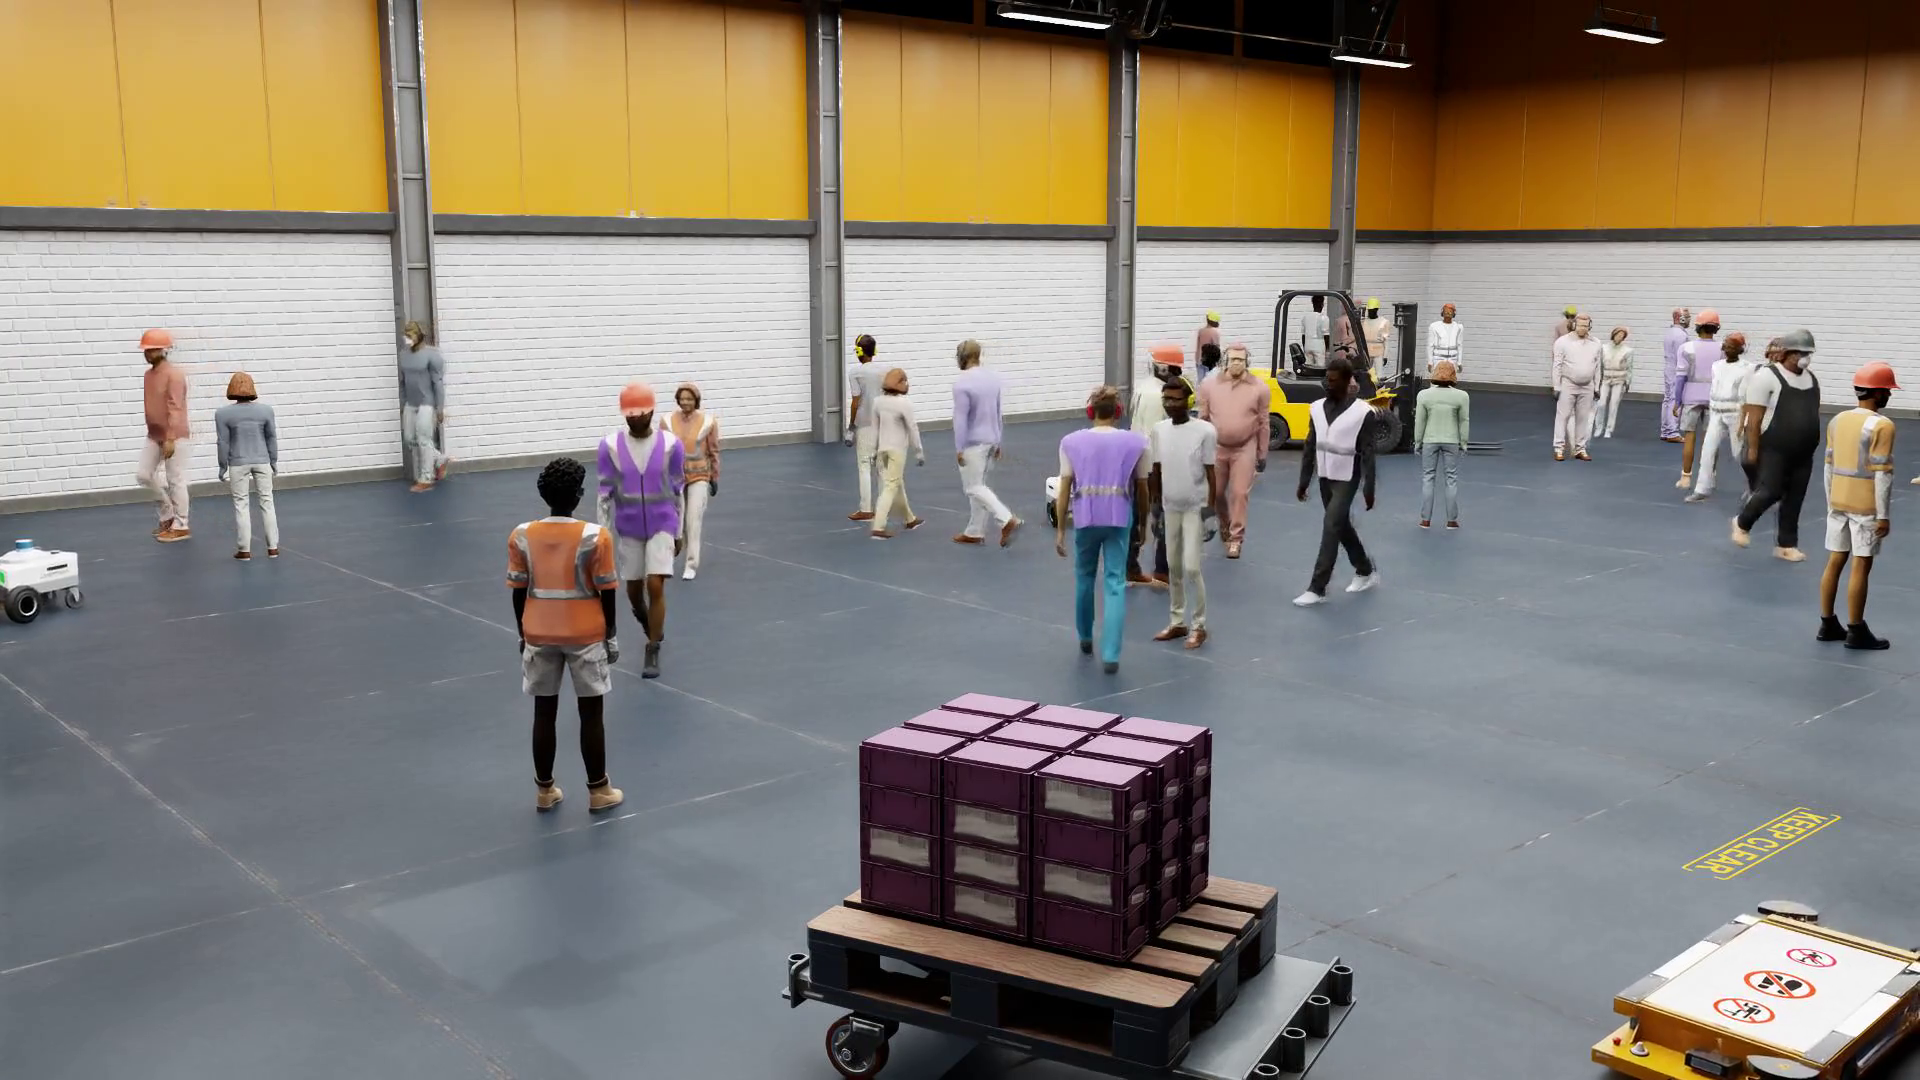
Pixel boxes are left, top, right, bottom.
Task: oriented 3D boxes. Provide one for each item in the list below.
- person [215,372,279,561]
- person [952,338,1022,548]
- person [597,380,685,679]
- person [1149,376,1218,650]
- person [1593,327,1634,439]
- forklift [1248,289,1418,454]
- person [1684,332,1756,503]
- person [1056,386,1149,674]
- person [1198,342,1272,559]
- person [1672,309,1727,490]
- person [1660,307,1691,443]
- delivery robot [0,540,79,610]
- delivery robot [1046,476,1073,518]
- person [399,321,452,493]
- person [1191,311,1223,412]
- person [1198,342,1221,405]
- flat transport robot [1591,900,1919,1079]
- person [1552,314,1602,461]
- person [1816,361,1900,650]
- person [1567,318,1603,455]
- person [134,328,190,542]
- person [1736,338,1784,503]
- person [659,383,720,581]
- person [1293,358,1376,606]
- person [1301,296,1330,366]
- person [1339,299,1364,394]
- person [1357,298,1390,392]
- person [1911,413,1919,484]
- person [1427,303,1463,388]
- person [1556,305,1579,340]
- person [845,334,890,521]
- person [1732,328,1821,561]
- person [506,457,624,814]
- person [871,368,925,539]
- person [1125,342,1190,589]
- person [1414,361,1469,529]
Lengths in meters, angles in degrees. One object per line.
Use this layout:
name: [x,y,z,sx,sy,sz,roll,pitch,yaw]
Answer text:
person: [-6.185,-0.637,14.458,0.497,1.634,0.279,-7,12,-34]
person: [0.239,-0.852,14.946,0.760,1.914,0.647,7,12,34]
person: [-2.024,-0.105,10.634,0.554,1.893,0.800,-1,10,-7]
person: [1.510,-0.188,11.239,0.536,1.846,0.439,7,12,37]
person: [9.394,-2.257,23.963,0.541,1.612,0.495,5,11,27]
forklift: [5.034,-2.339,22.783,2.313,2.155,1.214,3,10,16]
person: [8.285,-1.310,17.811,0.951,1.845,0.574,-4,11,-23]
person: [0.928,-0.090,10.782,0.584,1.797,0.936,1,10,4]
person: [2.419,-0.811,14.711,0.655,1.886,0.712,3,10,17]
person: [8.369,-1.577,18.769,0.616,2.040,0.382,2,10,11]
person: [10.189,-2.333,23.581,0.409,1.912,0.643,1,10,7]
delivery robot: [-6.848,0.241,12.199,0.477,0.478,0.707,3,10,19]
delivery robot: [1.090,-0.480,16.419,0.477,0.478,0.707,-2,10,-12]
person: [-5.993,-1.505,18.698,0.637,1.921,0.583,5,11,29]
person: [4.174,-2.986,27.955,0.374,1.723,0.535,-6,11,-30]
person: [2.940,-1.406,18.847,0.756,1.669,0.533,2,10,13]
flat transport robot: [2.774,1.557,5.596,1.431,0.197,0.652,-9,13,-43]
person: [7.959,-1.962,21.441,0.639,1.902,0.406,-1,10,-4]
person: [6.078,-0.237,11.225,0.375,1.939,0.546,-2,10,-11]
person: [8.218,-2.033,22.118,0.645,1.812,0.452,5,11,29]
person: [-7.363,-0.959,15.355,0.616,1.977,0.451,6,11,30]
person: [8.199,-1.147,16.889,0.549,1.825,0.480,8,13,40]
person: [-2.243,-0.518,13.849,0.507,1.604,0.840,1,10,7]
person: [2.926,-0.468,12.791,1.003,1.876,0.611,-7,12,-35]
person: [6.340,-3.387,29.587,0.367,1.967,0.607,-8,12,-39]
person: [7.021,-3.292,29.321,0.717,1.873,0.637,-9,13,-43]
person: [7.157,-3.235,28.855,0.587,1.917,0.408,8,12,38]
person: [11.274,-1.521,19.029,0.429,1.844,0.625,-5,11,-27]
person: [7.783,-2.852,26.699,0.573,1.884,0.353,-1,10,-4]
person: [10.993,-3.378,30.173,0.483,1.756,0.528,-6,11,-31]
person: [-0.925,-1.118,16.601,0.514,1.866,0.329,-9,13,-41]
person: [7.153,-0.834,14.425,0.687,2.000,0.633,-2,10,-14]
person: [-1.861,0.458,7.864,0.537,1.695,0.321,2,10,9]
person: [-0.580,-0.822,15.664,0.838,1.588,0.508,-9,13,-43]
person: [1.593,-0.581,13.154,0.690,1.957,0.650,0,10,-2]
person: [4.655,-0.917,16.097,0.507,1.632,0.268,3,10,17]
